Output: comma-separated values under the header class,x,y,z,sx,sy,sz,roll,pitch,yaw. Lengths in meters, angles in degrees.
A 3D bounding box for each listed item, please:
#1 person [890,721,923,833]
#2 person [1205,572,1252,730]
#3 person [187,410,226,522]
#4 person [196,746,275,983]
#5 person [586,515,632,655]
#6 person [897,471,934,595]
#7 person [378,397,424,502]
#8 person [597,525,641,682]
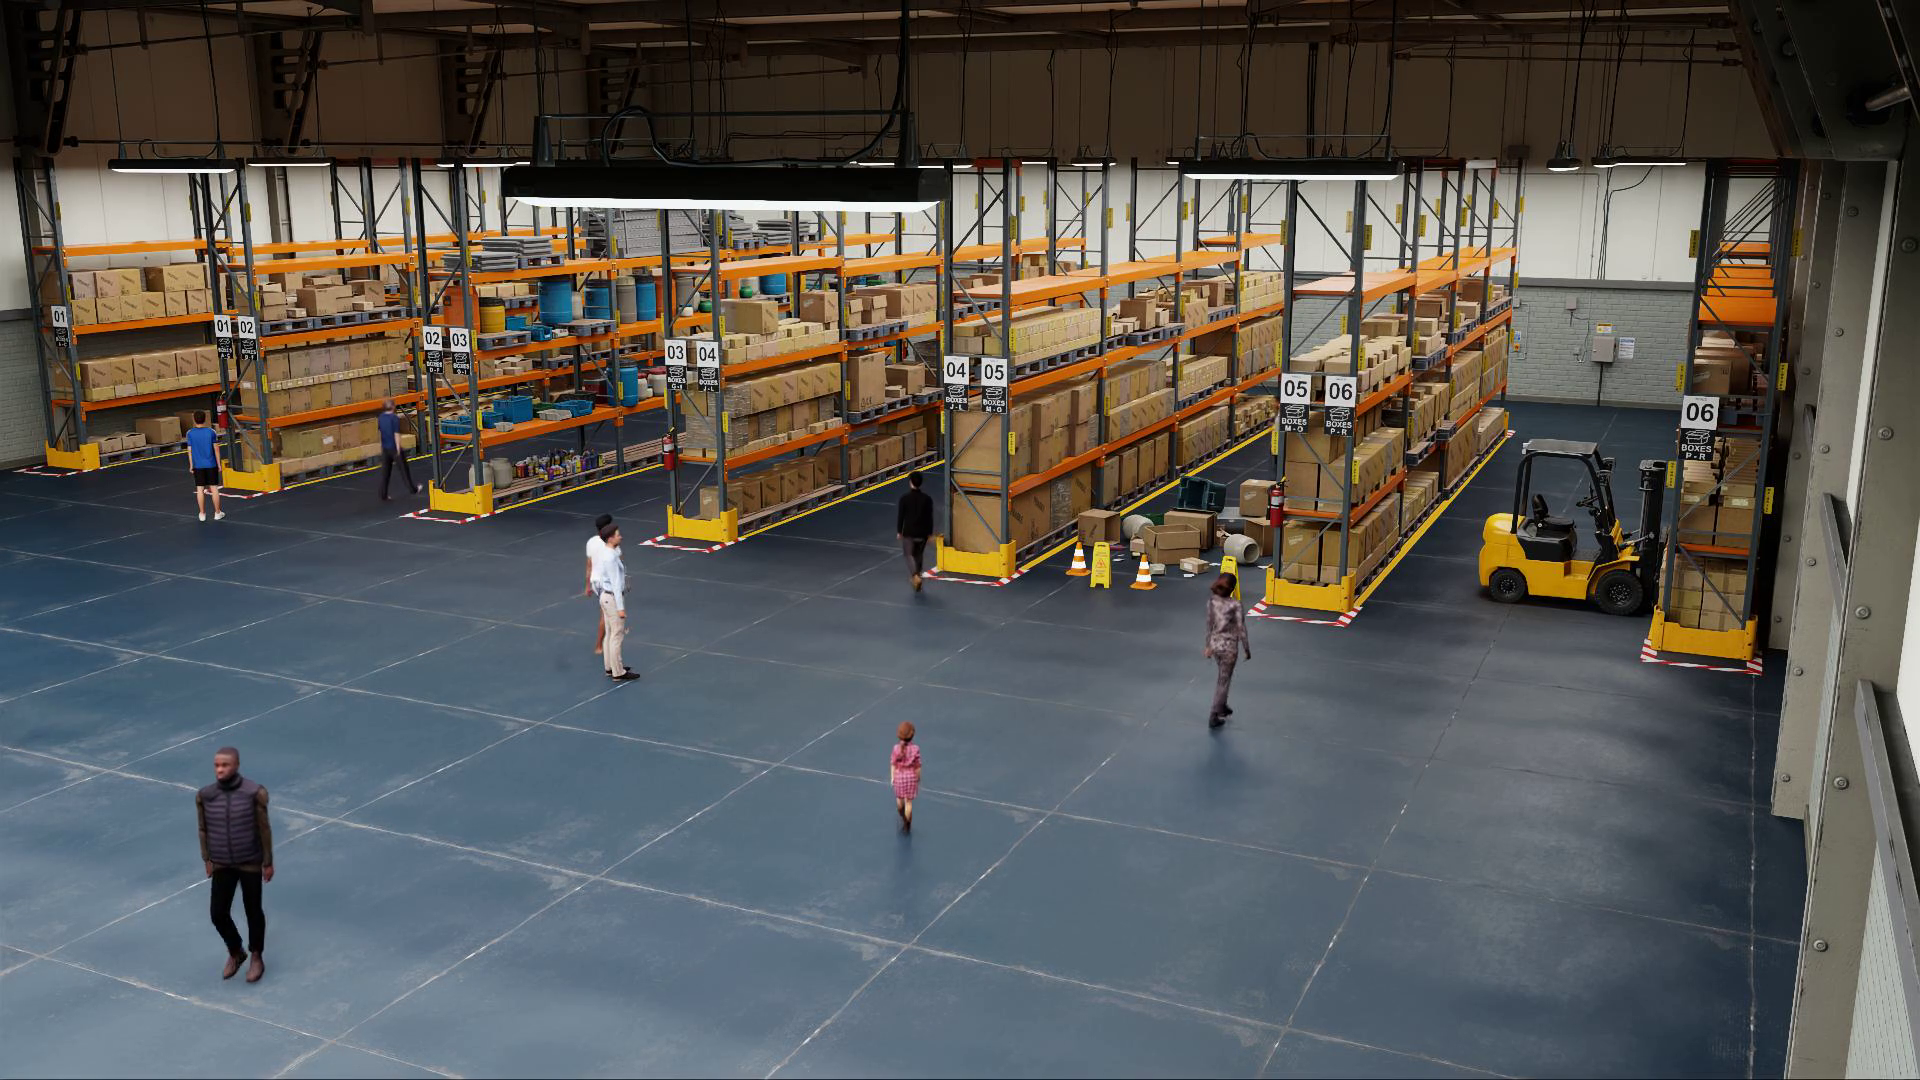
class,x,y,z,sx,sy,sz,roll,pitch,yaw
person,-0.497,2.172,15.166,0.614,1.000,0.790,0,13,1
person,2.788,1.199,17.823,0.849,1.697,0.730,-11,17,-40
person,-12.777,-1.275,28.136,0.731,1.866,0.796,-5,14,-21
person,-5.352,2.386,12.418,0.826,1.825,0.849,-2,13,-7
person,-4.433,0.576,20.514,0.687,1.698,1.024,8,15,29
person,-0.623,-0.099,23.422,1.045,1.700,1.139,-4,14,-15
person,-10.154,-1.576,29.523,0.672,1.825,1.134,6,14,23
person,-4.070,0.724,19.543,0.789,1.848,0.753,-7,15,-28
